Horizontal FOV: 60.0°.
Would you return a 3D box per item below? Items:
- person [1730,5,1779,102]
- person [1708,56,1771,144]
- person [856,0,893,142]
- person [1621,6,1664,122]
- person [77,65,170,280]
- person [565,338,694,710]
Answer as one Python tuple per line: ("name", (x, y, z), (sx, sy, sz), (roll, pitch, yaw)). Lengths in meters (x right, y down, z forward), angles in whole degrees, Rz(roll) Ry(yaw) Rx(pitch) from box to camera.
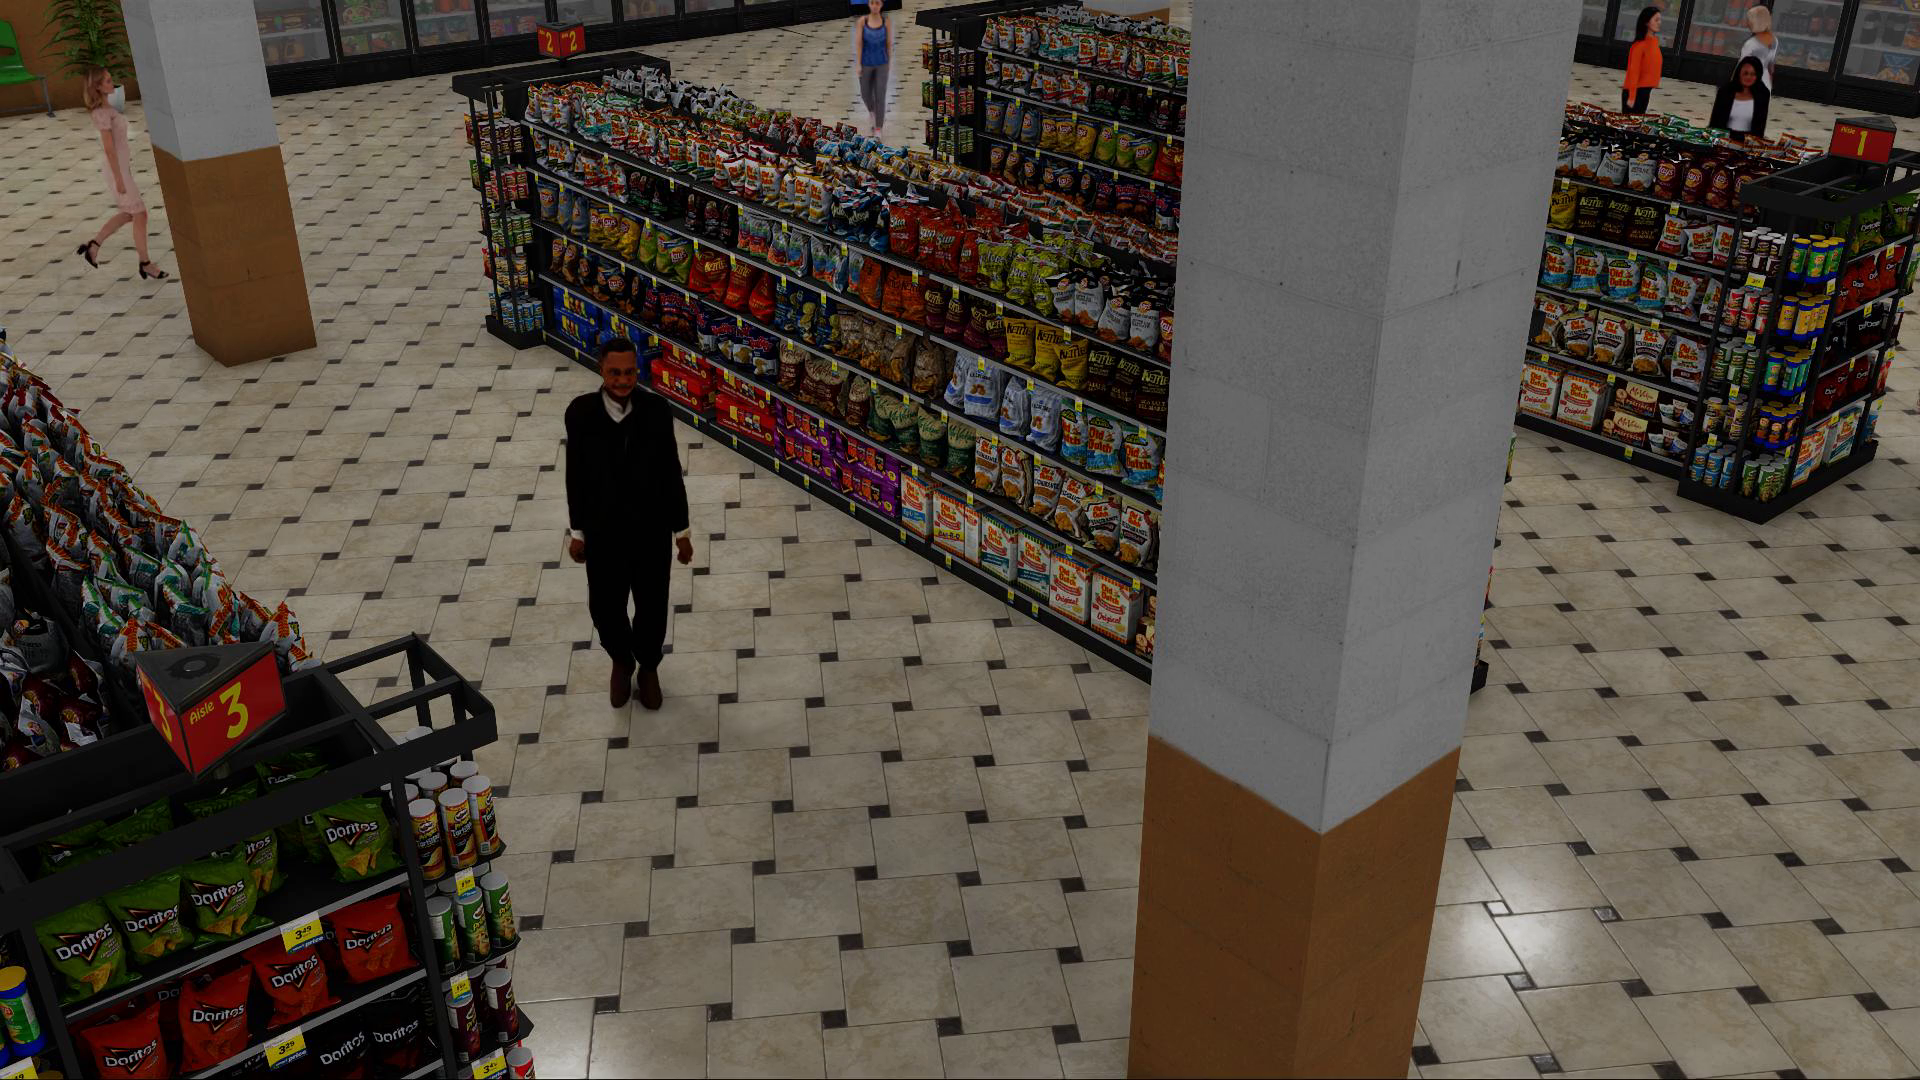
("person", (8.177, -4.554, 17.017), (0.657, 1.723, 0.670), (-12, 29, -22))
("person", (7.174, -3.688, 15.442), (0.834, 1.603, 0.896), (7, 28, 13))
("person", (-0.975, -5.338, 18.711), (0.954, 1.588, 1.073), (0, 27, -1))
("person", (6.896, -4.536, 16.953), (0.592, 1.748, 0.647), (21, 34, 36))
("person", (-7.134, -3.036, 13.925), (0.788, 1.812, 0.892), (-12, 29, -21))
("person", (-1.608, -0.102, 8.043), (0.845, 1.899, 0.829), (-6, 27, -11))
